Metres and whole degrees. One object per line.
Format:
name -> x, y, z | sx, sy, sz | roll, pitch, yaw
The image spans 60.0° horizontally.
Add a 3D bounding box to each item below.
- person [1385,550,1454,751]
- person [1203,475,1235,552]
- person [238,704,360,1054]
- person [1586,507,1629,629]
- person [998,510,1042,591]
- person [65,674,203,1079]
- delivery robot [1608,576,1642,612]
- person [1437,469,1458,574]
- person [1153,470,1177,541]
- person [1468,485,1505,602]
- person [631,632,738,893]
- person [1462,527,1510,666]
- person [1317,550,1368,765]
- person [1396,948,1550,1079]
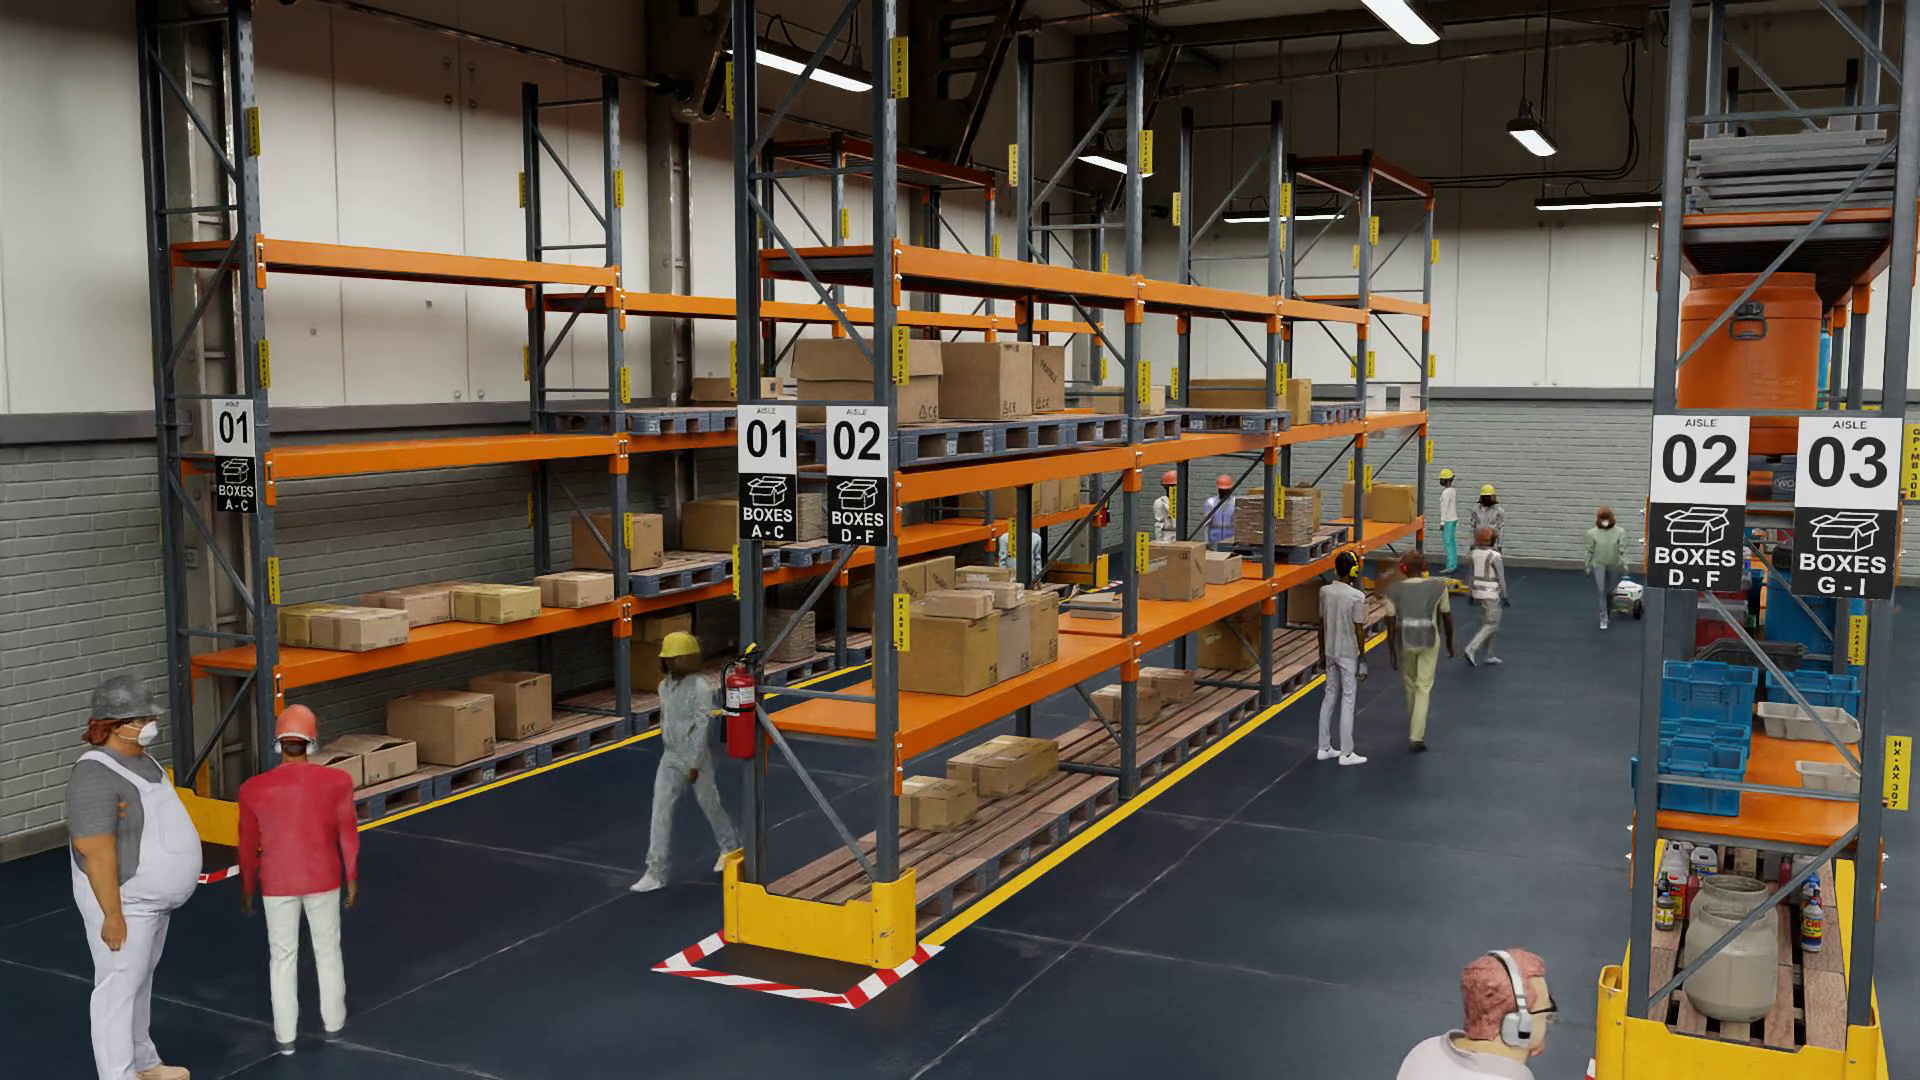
person -> 4.166, 0.989, 15.158 | 0.584, 1.781, 1.007 | 3, 6, 25
person -> 3.787, 0.018, 23.983 | 0.560, 1.896, 0.921 | 1, 6, 13
person -> -3.327, 1.694, 8.403 | 0.572, 1.748, 0.340 | -2, 6, -23
person -> 8.576, 0.358, 22.078 | 0.530, 1.607, 0.559 | 1, 6, 8
person -> 0.737, 0.470, 20.293 | 0.561, 1.752, 0.324 | -2, 6, -17
person -> -3.799, 1.622, 7.711 | 0.536, 2.000, 0.674 | -1, 6, -12
delivery robot -> 9.186, 0.742, 22.974 | 0.477, 0.478, 0.707 | 3, 7, 31
person -> 8.165, -0.313, 27.915 | 0.343, 1.758, 0.520 | 3, 7, 29
person -> 2.889, 0.071, 22.763 | 0.363, 2.048, 0.612 | 5, 8, 40
person -> 7.702, 0.059, 24.345 | 0.487, 1.744, 0.297 | 3, 7, 27
person -> -1.818, 1.444, 11.104 | 0.492, 1.700, 0.917 | 3, 7, 30
person -> 6.033, 0.655, 19.111 | 0.608, 1.618, 0.529 | -2, 6, -18
person -> 3.325, 1.019, 14.464 | 0.319, 1.860, 0.517 | -4, 7, -36
person -> 1.429, 2.026, 4.437 | 0.402, 1.909, 0.639 | -2, 6, -16
